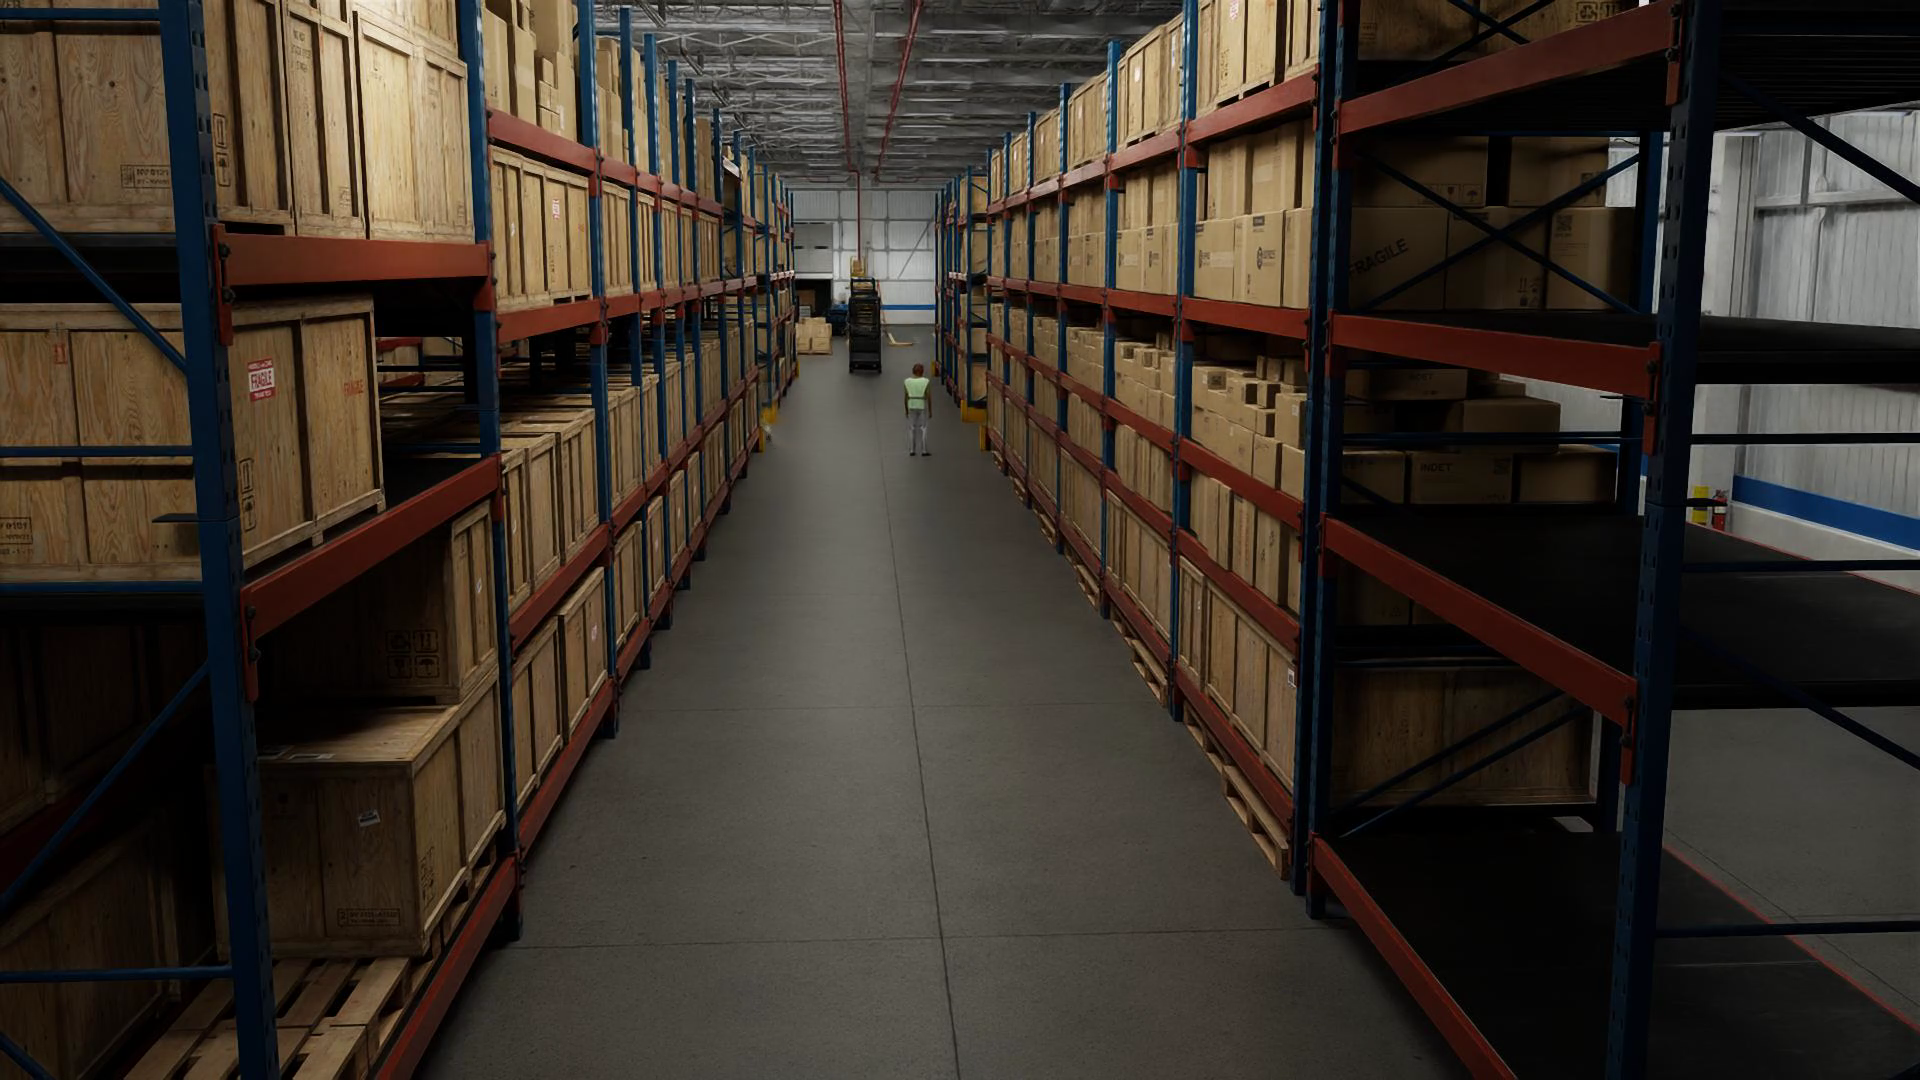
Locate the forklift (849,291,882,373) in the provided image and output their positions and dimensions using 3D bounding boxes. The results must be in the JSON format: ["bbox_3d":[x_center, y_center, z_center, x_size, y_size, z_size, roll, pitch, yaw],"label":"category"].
[{"bbox_3d":[-3.309,-7.258,57.822,1.129,2.768,1.873,-1,10,-3],"label":"forklift"}]

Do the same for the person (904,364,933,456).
[{"bbox_3d":[-0.832,-2.564,32.916,0.605,1.840,0.393,3,10,16],"label":"person"}]

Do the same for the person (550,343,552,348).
[{"bbox_3d":[-10.813,-4.371,43.787,0.656,1.802,0.822,1,10,4],"label":"person"}]

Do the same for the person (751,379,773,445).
[{"bbox_3d":[-4.211,-2.684,34.295,0.566,1.609,0.517,-1,10,-5],"label":"person"}]

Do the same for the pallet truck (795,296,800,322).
[{"bbox_3d":[-8.622,-12.439,91.403,1.885,1.965,0.823,2,10,13],"label":"pallet truck"}]

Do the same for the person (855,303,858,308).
[{"bbox_3d":[-5.476,-12.187,90.263,0.588,1.882,0.383,5,11,29],"label":"person"}]

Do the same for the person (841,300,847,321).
[{"bbox_3d":[-6.667,-13.022,95.978,0.523,1.618,0.546,-2,10,-9],"label":"person"}]
